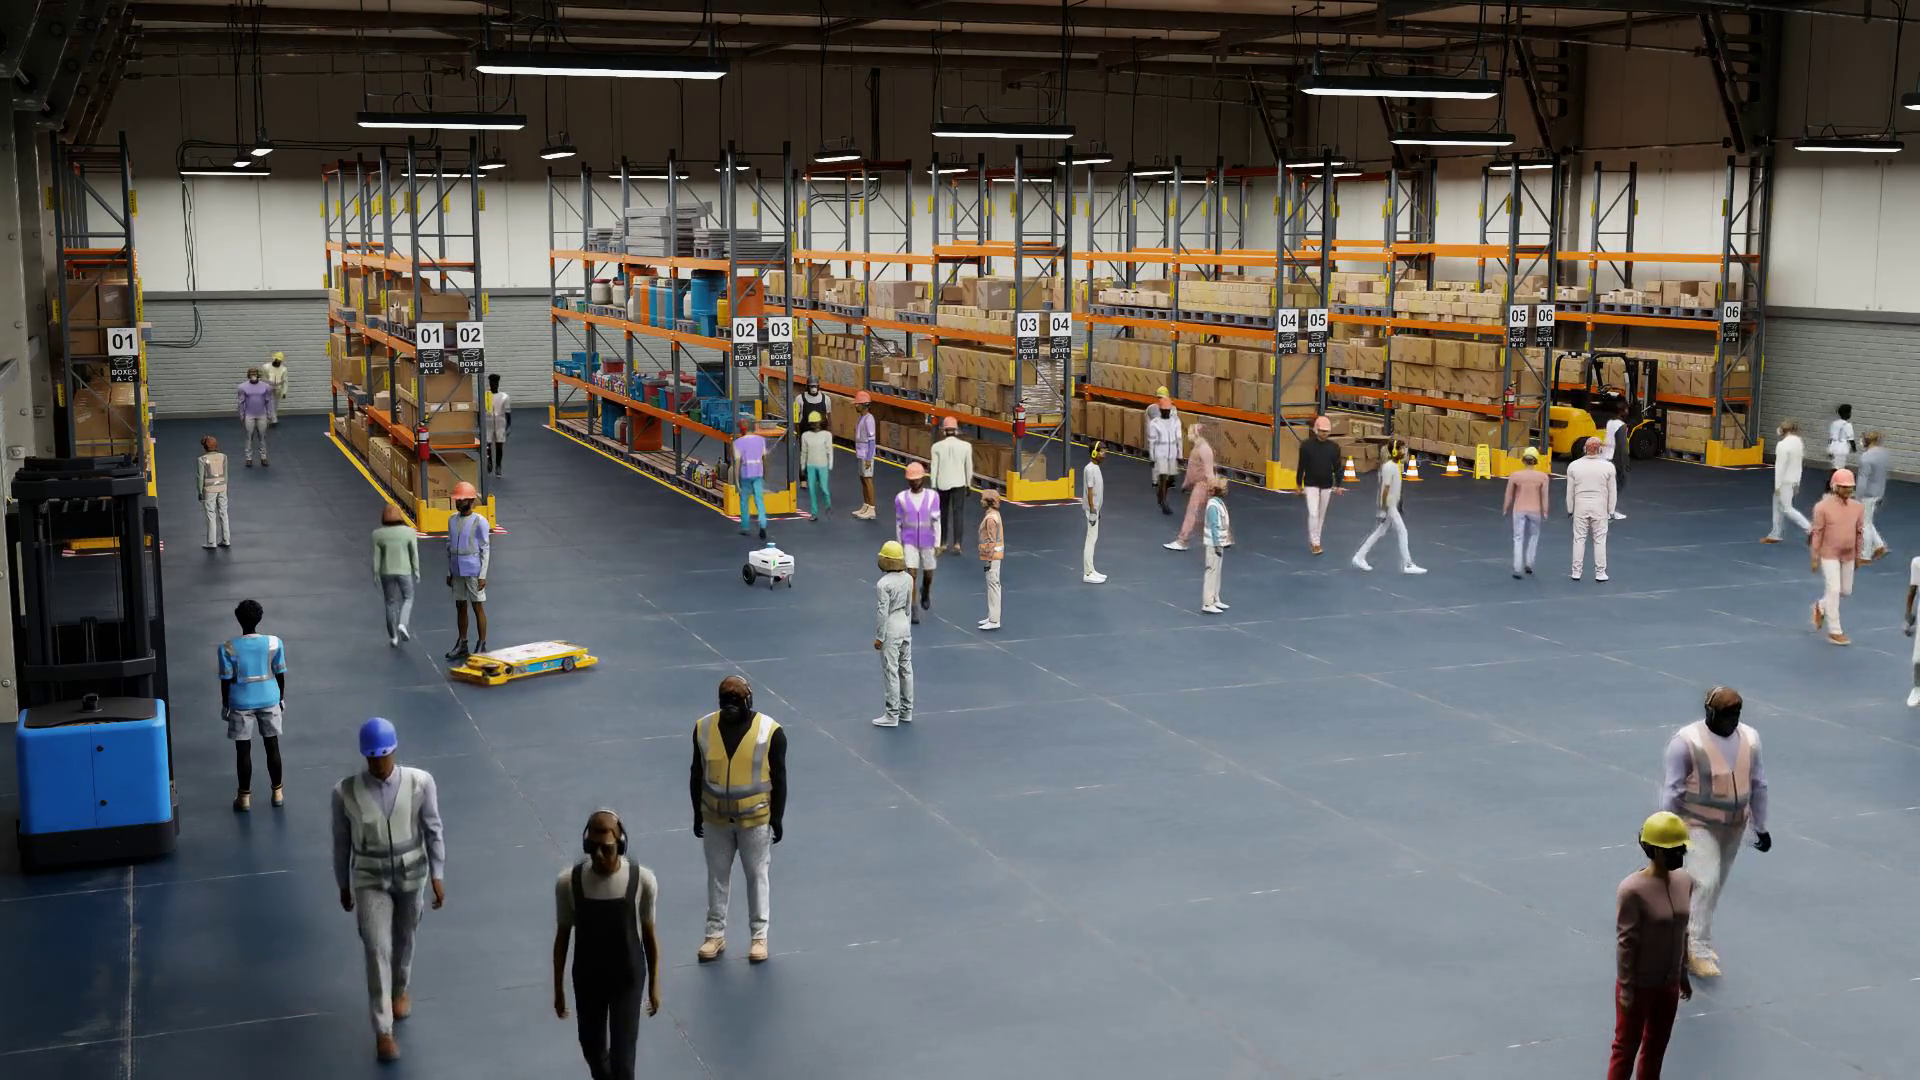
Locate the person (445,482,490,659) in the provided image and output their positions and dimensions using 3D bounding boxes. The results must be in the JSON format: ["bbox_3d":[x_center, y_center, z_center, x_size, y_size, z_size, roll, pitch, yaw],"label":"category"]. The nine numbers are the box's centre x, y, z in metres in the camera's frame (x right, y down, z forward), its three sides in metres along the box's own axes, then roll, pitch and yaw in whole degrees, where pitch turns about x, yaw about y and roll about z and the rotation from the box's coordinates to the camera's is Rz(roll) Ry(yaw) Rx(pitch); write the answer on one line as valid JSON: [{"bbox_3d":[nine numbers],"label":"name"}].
[{"bbox_3d":[-5.327,0.335,22.600,0.545,1.943,0.347,4,9,26],"label":"person"}]

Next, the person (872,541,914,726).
[{"bbox_3d":[-0.633,0.869,19.692,0.287,1.746,0.487,6,10,34],"label":"person"}]

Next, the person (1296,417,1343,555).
[{"bbox_3d":[5.151,-0.761,29.799,0.629,1.961,0.917,-1,9,-8],"label":"person"}]

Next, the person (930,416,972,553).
[{"bbox_3d":[-0.118,-0.799,30.171,0.617,1.953,0.982,0,9,-3],"label":"person"}]

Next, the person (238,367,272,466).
[{"bbox_3d":[-13.784,-2.417,40.961,0.635,1.937,0.355,-4,9,-24],"label":"person"}]

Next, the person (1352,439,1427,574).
[{"bbox_3d":[5.808,-0.470,28.391,0.993,1.827,0.528,2,9,16],"label":"person"}]

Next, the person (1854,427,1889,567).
[{"bbox_3d":[12.506,-0.595,28.855,0.435,1.925,0.653,8,12,43],"label":"person"}]

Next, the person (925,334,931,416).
[{"bbox_3d":[-0.737,-4.105,51.868,0.610,2.043,0.375,-6,10,-35],"label":"person"}]

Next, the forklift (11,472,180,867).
[{"bbox_3d":[-6.630,0.886,15.957,1.129,2.768,1.873,-3,9,-21],"label":"forklift"}]

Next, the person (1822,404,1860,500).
[{"bbox_3d":[15.092,-1.482,35.662,0.853,1.656,0.548,-1,9,-4],"label":"person"}]

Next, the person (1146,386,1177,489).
[{"bbox_3d":[3.618,-1.828,37.371,0.591,1.837,0.403,3,9,21],"label":"person"}]

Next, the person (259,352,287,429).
[{"bbox_3d":[-15.892,-3.456,48.471,0.652,1.762,0.906,-5,10,-32],"label":"person"}]

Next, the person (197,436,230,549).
[{"bbox_3d":[-10.887,-0.699,30.539,0.316,1.629,0.507,6,10,35],"label":"person"}]

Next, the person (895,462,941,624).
[{"bbox_3d":[-0.500,0.004,24.910,0.550,1.916,0.702,0,9,-2],"label":"person"}]

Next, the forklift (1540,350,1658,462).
[{"bbox_3d":[12.897,-2.725,42.309,2.313,2.155,1.214,-3,9,-21],"label":"forklift"}]

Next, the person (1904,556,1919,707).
[{"bbox_3d":[9.341,0.766,20.049,0.521,1.853,0.414,4,9,23],"label":"person"}]

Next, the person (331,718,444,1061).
[{"bbox_3d":[-3.297,1.938,12.086,0.602,1.902,0.984,-4,9,-22],"label":"person"}]

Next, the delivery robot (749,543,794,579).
[{"bbox_3d":[-2.465,0.283,27.385,0.477,0.478,0.707,-6,10,-34],"label":"delivery robot"}]

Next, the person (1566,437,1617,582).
[{"bbox_3d":[8.344,-0.411,27.676,0.642,1.913,0.409,4,9,23],"label":"person"}]

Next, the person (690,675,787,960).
[{"bbox_3d":[-1.422,1.768,13.383,0.624,1.845,0.430,1,9,9],"label":"person"}]

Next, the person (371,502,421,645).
[{"bbox_3d":[-6.286,0.383,23.328,0.528,1.620,0.418,-1,9,-9],"label":"person"}]

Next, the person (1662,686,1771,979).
[{"bbox_3d":[4.778,1.818,13.116,0.642,1.816,0.718,-3,9,-17],"label":"person"}]

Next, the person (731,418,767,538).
[{"bbox_3d":[-3.140,-0.942,31.625,0.634,1.809,0.821,-5,10,-30],"label":"person"}]

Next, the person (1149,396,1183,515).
[{"bbox_3d":[3.352,-1.408,34.288,0.556,1.920,0.735,-3,9,-16],"label":"person"}]

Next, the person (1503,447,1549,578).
[{"bbox_3d":[7.578,-0.382,28.028,0.566,1.738,0.728,2,9,16],"label":"person"}]

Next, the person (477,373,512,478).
[{"bbox_3d":[-8.674,-2.132,39.003,0.644,1.953,0.415,-2,9,-15],"label":"person"}]

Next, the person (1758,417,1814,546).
[{"bbox_3d":[12.146,-0.833,30.537,0.854,1.913,0.629,8,11,42],"label":"person"}]

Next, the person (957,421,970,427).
[{"bbox_3d":[0.083,-3.524,48.800,0.602,1.804,0.702,-6,11,-36],"label":"person"}]

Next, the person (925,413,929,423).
[{"bbox_3d":[-0.717,-3.602,49.872,0.507,1.633,0.276,-2,9,-15],"label":"person"}]

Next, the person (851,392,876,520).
[{"bbox_3d":[-1.551,-1.360,33.564,0.381,2.041,0.616,-3,9,-16],"label":"person"}]

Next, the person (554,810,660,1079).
[{"bbox_3d":[-1.772,2.208,10.559,0.518,1.820,0.874,0,9,-2],"label":"person"}]

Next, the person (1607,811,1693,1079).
[{"bbox_3d":[3.508,2.227,10.571,0.523,1.769,0.324,-5,10,-31],"label":"person"}]

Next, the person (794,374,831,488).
[{"bbox_3d":[-2.616,-1.930,37.518,0.682,2.000,0.537,-3,9,-16],"label":"person"}]

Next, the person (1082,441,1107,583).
[{"bbox_3d":[1.785,-0.381,27.653,0.329,1.861,0.514,1,9,9],"label":"person"}]

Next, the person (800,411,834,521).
[{"bbox_3d":[-2.281,-1.172,33.283,0.541,1.757,0.365,2,9,15],"label":"person"}]

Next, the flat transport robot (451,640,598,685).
[{"bbox_3d":[-4.574,1.274,22.028,0.652,0.197,1.431,7,11,39],"label":"flat transport robot"}]

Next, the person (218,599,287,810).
[{"bbox_3d":[-5.688,1.318,16.861,0.539,1.696,0.317,-5,10,-30],"label":"person"}]

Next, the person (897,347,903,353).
[{"bbox_3d":[-1.453,-3.675,49.767,0.633,1.818,0.591,0,9,2],"label":"person"}]

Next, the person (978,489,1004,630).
[{"bbox_3d":[0.361,0.219,24.381,0.308,1.641,0.517,0,9,3],"label":"person"}]

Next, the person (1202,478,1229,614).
[{"bbox_3d":[3.111,0.060,25.467,0.310,1.634,0.527,3,9,18],"label":"person"}]

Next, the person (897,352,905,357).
[{"bbox_3d":[-1.302,-3.316,47.254,0.609,1.839,0.957,-3,9,-21],"label":"person"}]

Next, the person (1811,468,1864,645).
[{"bbox_3d":[9.901,0.154,23.720,0.621,1.973,0.783,-2,9,-11],"label":"person"}]

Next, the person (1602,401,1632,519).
[{"bbox_3d":[10.534,-1.288,33.558,0.445,1.899,0.594,0,9,3],"label":"person"}]

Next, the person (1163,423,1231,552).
[{"bbox_3d":[3.483,-0.765,30.274,1.014,1.850,0.672,0,9,1],"label":"person"}]
